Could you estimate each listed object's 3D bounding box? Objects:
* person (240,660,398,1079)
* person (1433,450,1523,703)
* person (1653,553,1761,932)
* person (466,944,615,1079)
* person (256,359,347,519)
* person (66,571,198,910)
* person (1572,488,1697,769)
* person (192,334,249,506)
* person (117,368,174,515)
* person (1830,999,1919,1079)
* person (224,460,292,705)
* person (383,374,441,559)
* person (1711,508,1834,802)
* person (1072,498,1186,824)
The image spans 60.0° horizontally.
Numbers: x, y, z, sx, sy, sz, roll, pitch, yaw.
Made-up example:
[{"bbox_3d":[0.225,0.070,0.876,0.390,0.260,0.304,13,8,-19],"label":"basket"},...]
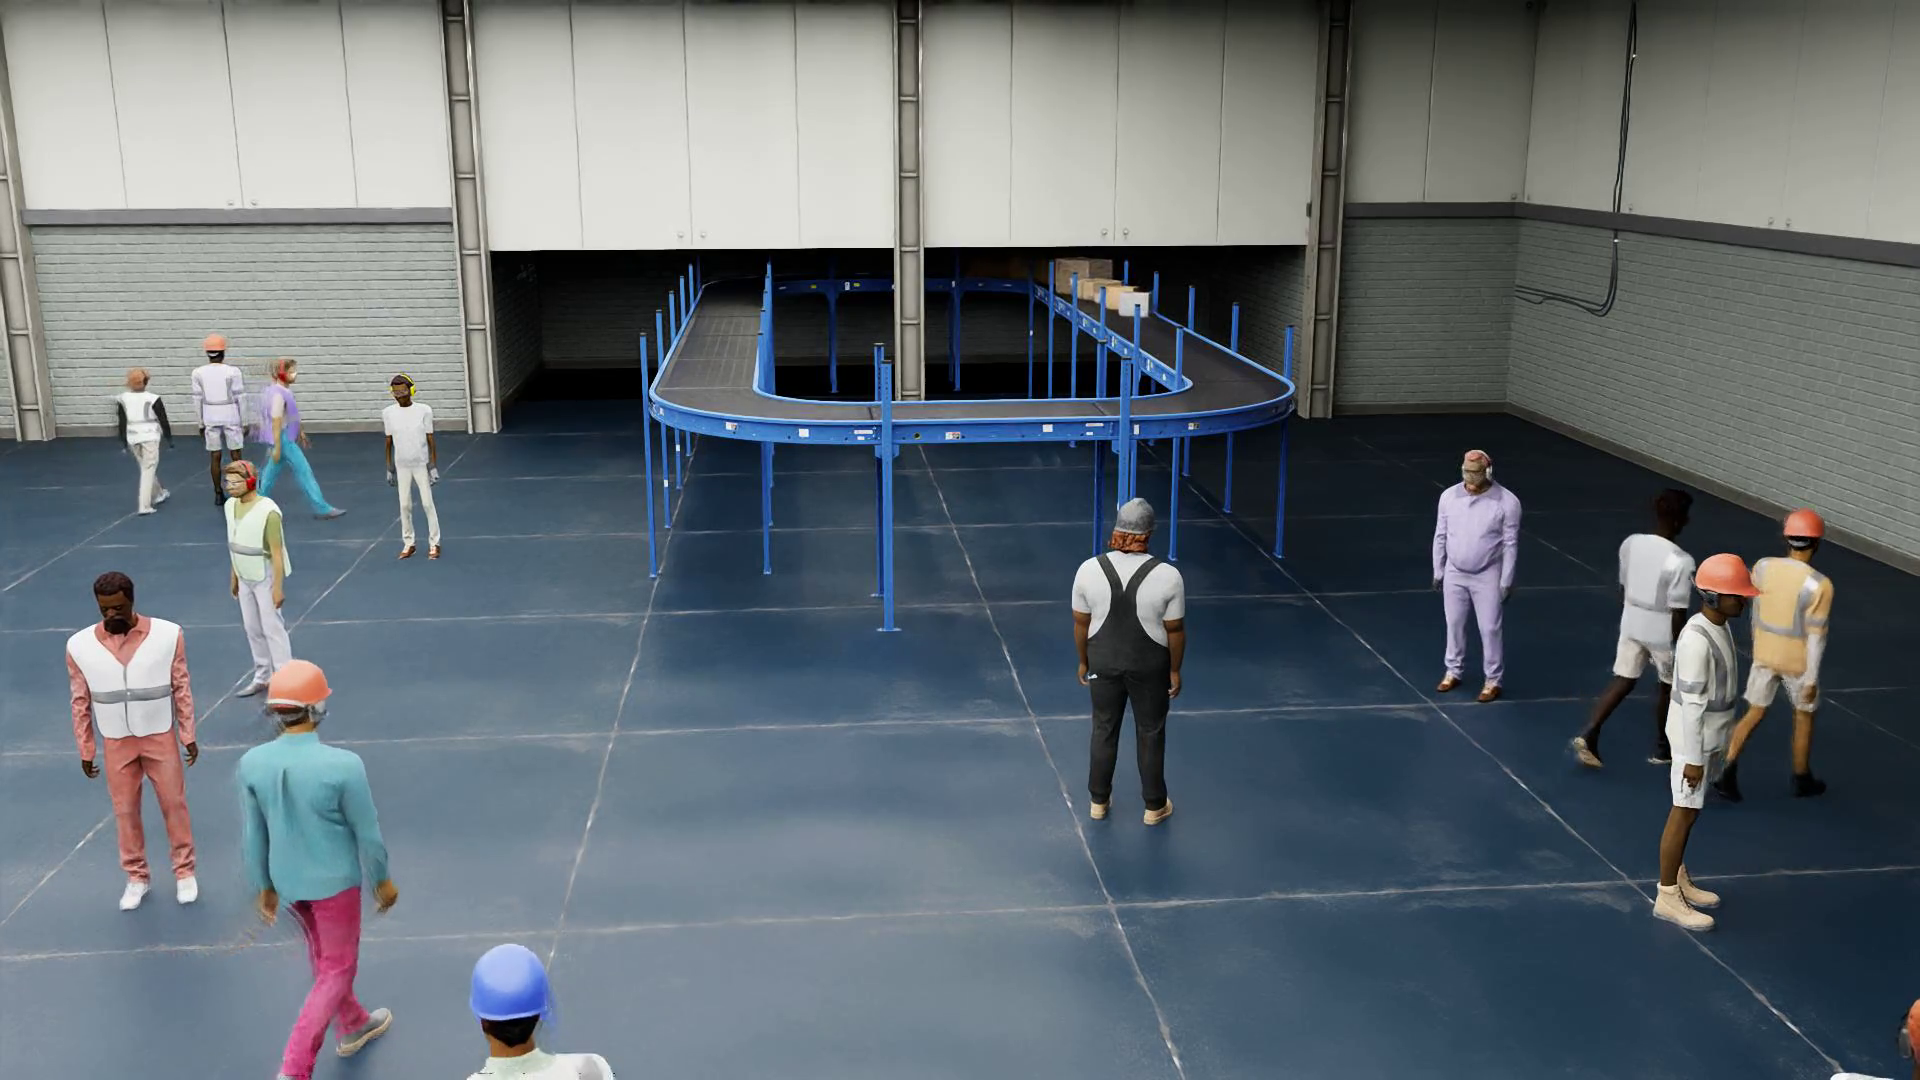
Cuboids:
[{"bbox_3d":[-2.858,1.497,7.318,0.611,1.967,0.928,5,15,19],"label":"person"},{"bbox_3d":[3.824,0.257,12.427,0.640,1.897,0.396,11,18,38],"label":"person"},{"bbox_3d":[3.984,1.061,8.906,0.378,2.044,0.608,8,16,30],"label":"person"},{"bbox_3d":[-1.284,2.111,4.922,0.633,1.930,0.433,-9,16,-31],"label":"person"},{"bbox_3d":[-7.283,-1.071,17.978,1.017,1.786,0.565,-6,15,-21],"label":"person"},{"bbox_3d":[-4.508,1.080,9.111,0.599,1.908,0.400,-5,15,-20],"label":"person"},{"bbox_3d":[4.531,0.598,10.986,0.880,1.941,0.612,-7,16,-26],"label":"person"},{"bbox_3d":[-8.324,-1.356,18.790,0.551,1.934,0.373,-2,14,-9],"label":"person"},{"bbox_3d":[-9.048,-1.115,18.532,0.530,1.590,0.842,2,14,8],"label":"person"},{"bbox_3d":[2.726,2.175,4.796,0.349,1.879,0.572,-11,18,-37],"label":"person"},{"bbox_3d":[-5.199,0.299,12.373,0.572,1.839,0.386,9,17,33],"label":"person"},{"bbox_3d":[-5.411,-0.722,16.434,0.519,1.857,0.341,-1,14,-2],"label":"person"},{"bbox_3d":[5.172,0.741,10.488,0.747,1.932,0.554,-8,16,-30],"label":"person"},{"bbox_3d":[1.055,0.730,10.232,0.689,2.000,0.538,5,15,18],"label":"person"}]
